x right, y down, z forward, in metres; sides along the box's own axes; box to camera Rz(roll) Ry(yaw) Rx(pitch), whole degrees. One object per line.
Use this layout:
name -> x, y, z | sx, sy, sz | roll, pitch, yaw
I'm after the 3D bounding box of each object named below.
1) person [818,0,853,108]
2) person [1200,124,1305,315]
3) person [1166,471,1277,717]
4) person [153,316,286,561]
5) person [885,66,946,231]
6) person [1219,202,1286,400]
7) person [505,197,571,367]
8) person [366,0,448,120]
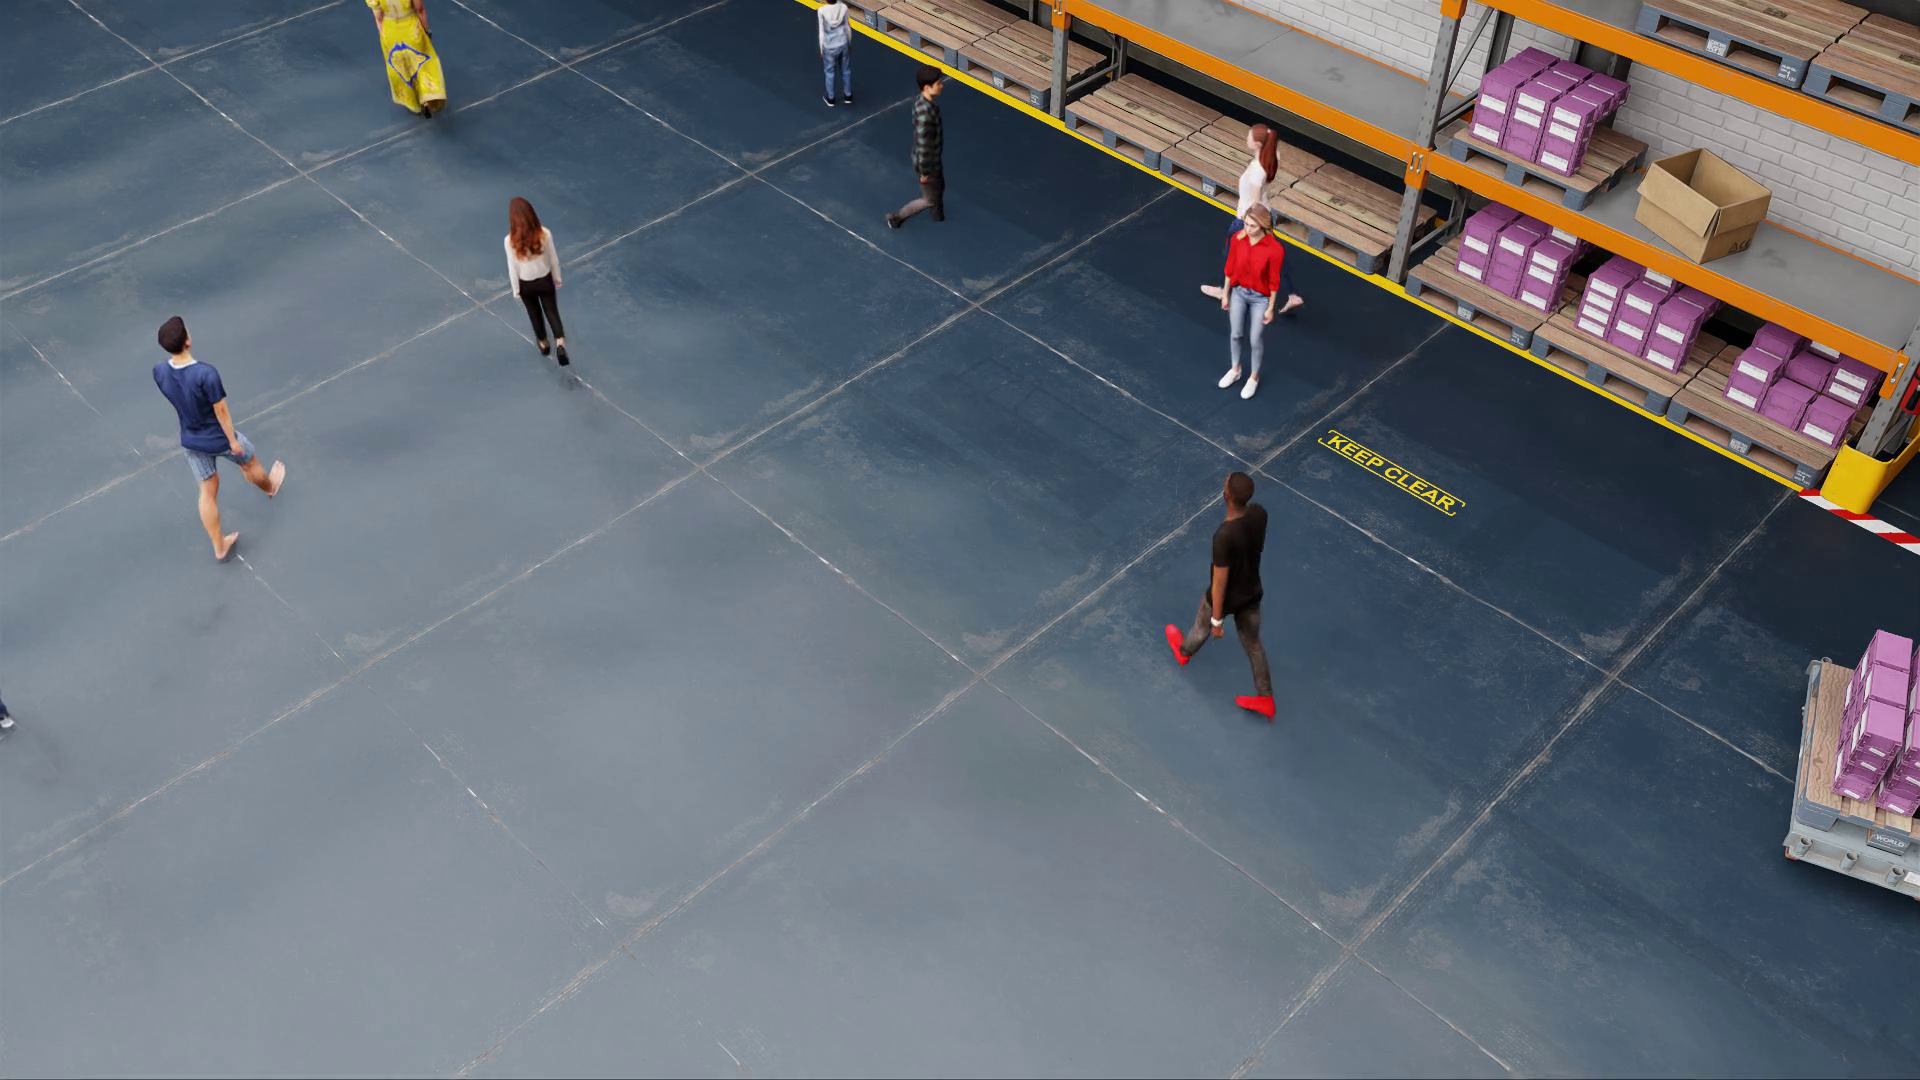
person -> -1.229, -4.873, 16.319 | 0.559, 1.261, 0.592 | -13, 45, -13
person -> 2.502, -2.581, 13.592 | 1.155, 1.703, 0.672 | 27, 50, 26
person -> 1.792, 0.403, 10.413 | 0.776, 1.767, 1.221 | -33, 52, -30
person -> -5.231, -0.650, 11.500 | 1.160, 1.792, 1.163 | 4, 44, 4
person -> -0.348, -3.385, 14.704 | 1.053, 1.700, 0.999 | 3, 44, 3
person -> 2.254, -1.872, 12.850 | 0.536, 1.699, 0.726 | 24, 49, 23
person -> -3.332, -2.004, 13.154 | 0.717, 1.471, 0.900 | -19, 47, -19
person -> -5.303, -4.770, 15.935 | 0.964, 1.640, 1.111 | -13, 45, -13
